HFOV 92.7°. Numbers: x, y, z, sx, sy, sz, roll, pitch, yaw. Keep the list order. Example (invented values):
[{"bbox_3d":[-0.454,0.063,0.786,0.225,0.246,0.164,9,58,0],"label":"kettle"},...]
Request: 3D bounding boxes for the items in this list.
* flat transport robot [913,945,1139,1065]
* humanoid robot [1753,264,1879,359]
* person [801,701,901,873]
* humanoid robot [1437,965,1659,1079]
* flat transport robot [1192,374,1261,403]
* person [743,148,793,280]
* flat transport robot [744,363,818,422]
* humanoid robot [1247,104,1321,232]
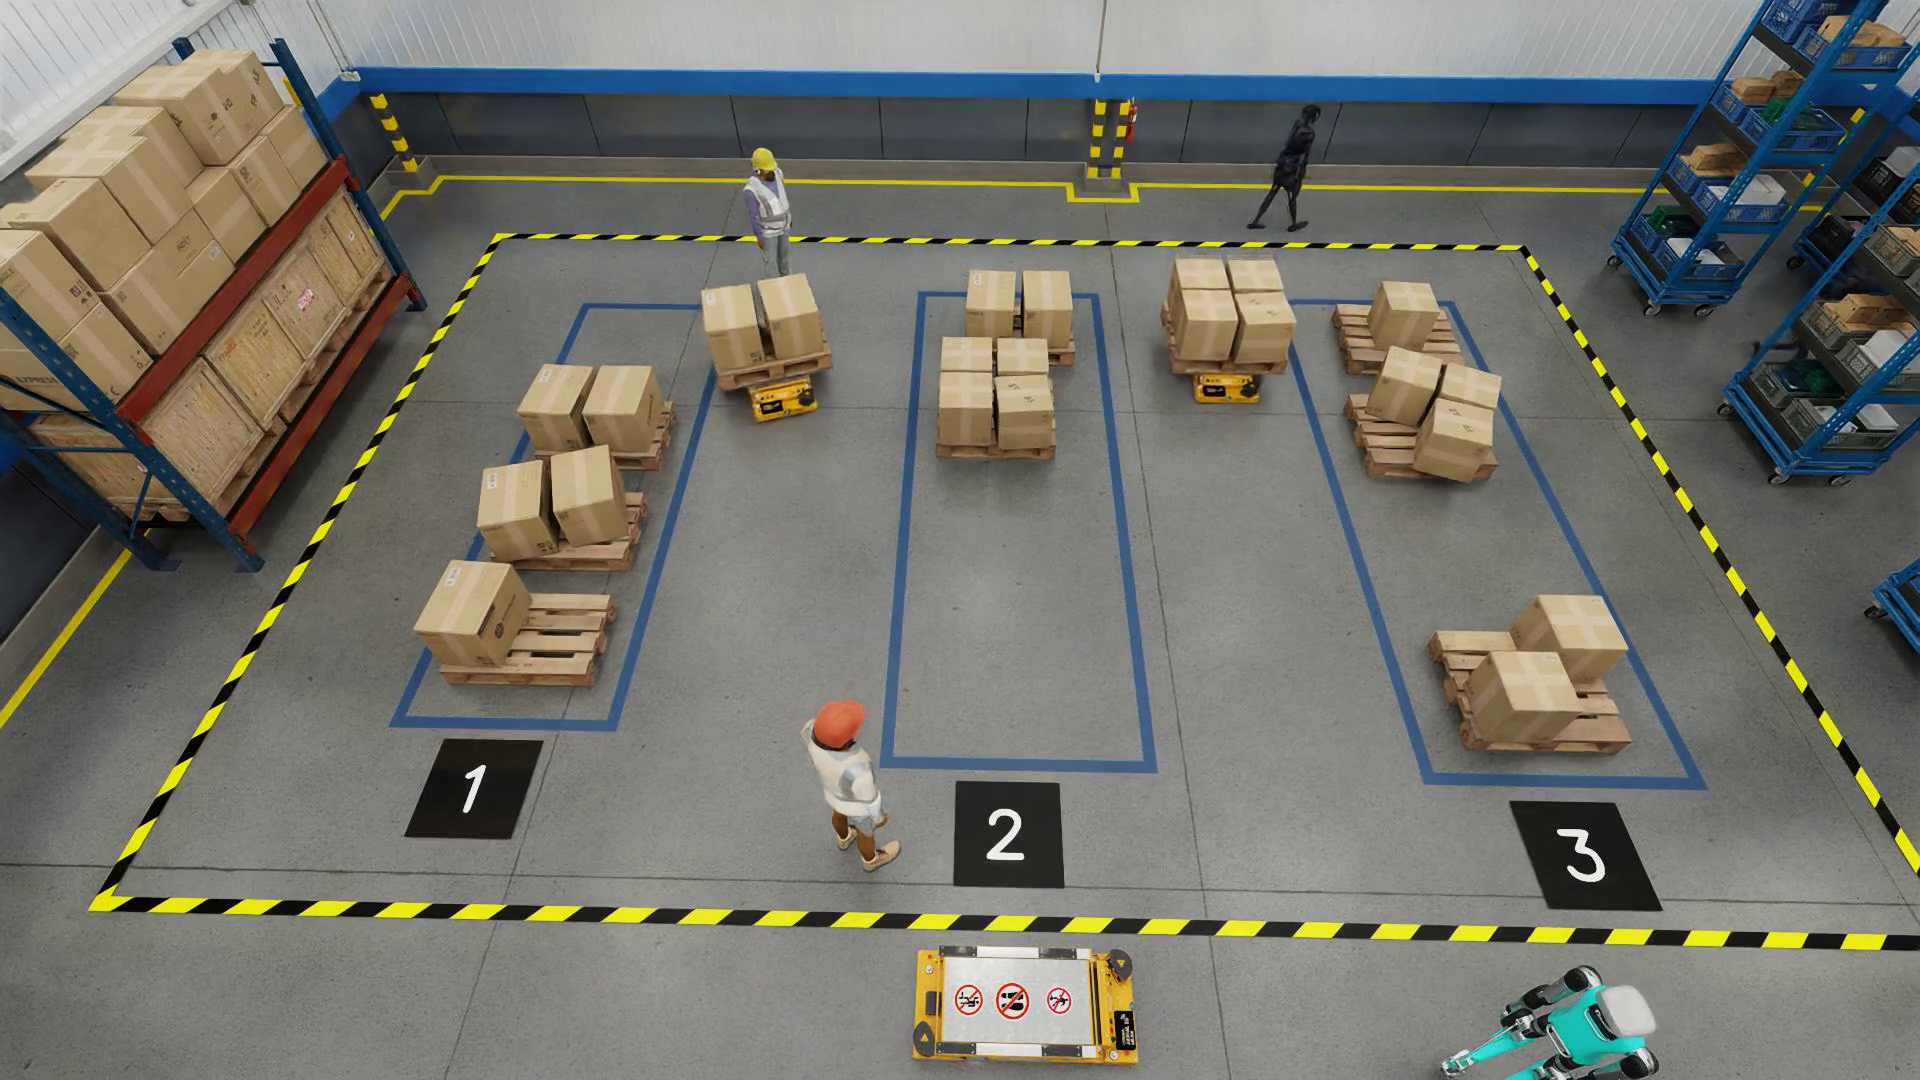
[{"bbox_3d":[0.422,3.041,6.007,1.431,0.231,0.659,1,51,1],"label":"flat transport robot"},{"bbox_3d":[8.937,-2.343,9.521,0.610,1.645,0.743,-13,52,-11],"label":"humanoid robot"},{"bbox_3d":[-0.706,1.626,6.014,0.605,2.048,0.366,36,59,25],"label":"person"},{"bbox_3d":[3.098,2.883,5.101,0.735,1.677,0.533,-12,52,-10],"label":"humanoid robot"},{"bbox_3d":[2.866,-2.075,10.159,0.652,0.197,1.431,1,51,1],"label":"flat transport robot"},{"bbox_3d":[-2.104,-3.560,10.378,0.404,1.829,0.598,24,55,19],"label":"person"},{"bbox_3d":[-2.034,-1.892,10.010,0.652,0.197,1.431,-14,52,-11],"label":"flat transport robot"},{"bbox_3d":[4.117,-4.589,11.339,0.747,1.629,0.589,-8,51,-6],"label":"humanoid robot"}]
